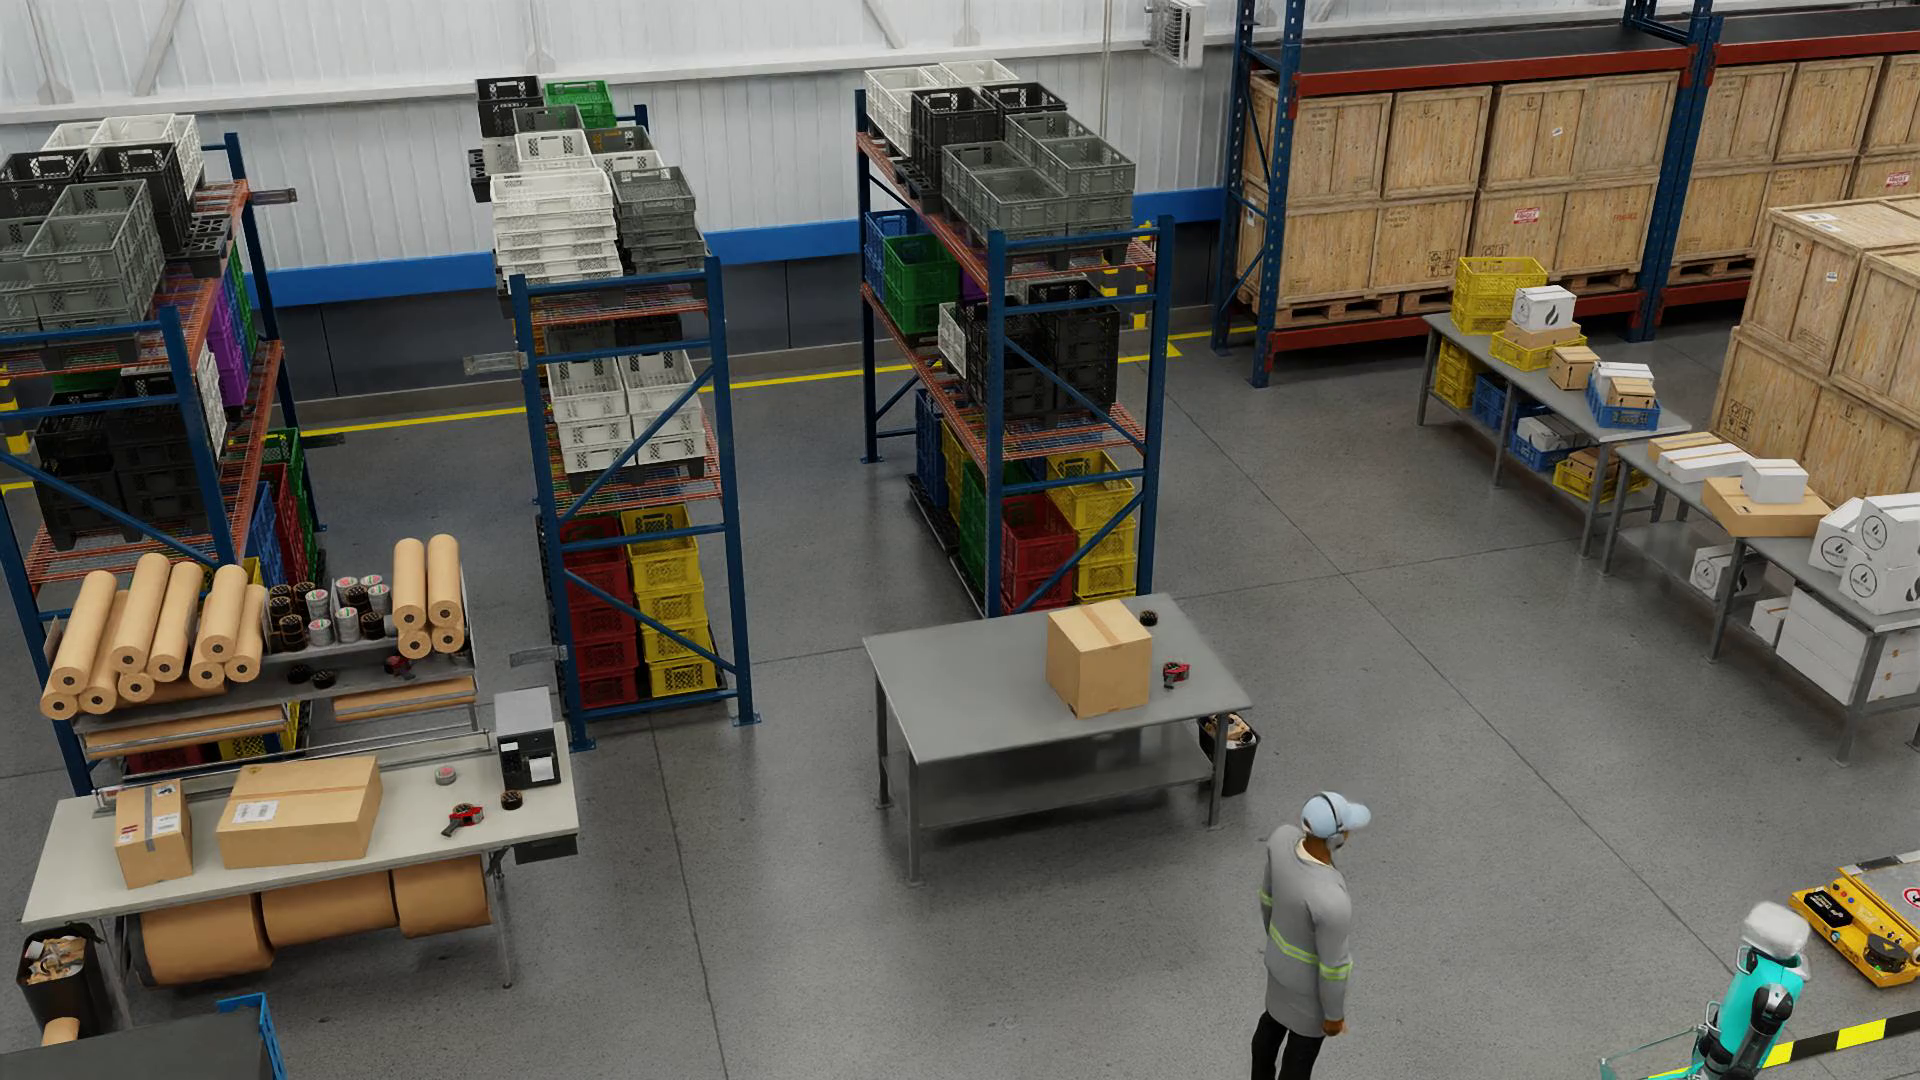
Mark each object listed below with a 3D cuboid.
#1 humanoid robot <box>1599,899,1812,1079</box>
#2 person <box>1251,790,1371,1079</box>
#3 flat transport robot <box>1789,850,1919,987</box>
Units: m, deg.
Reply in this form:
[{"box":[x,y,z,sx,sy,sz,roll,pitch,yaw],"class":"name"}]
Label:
[{"box":[2.859,2.101,6.678,0.735,1.673,0.533,13,31,22],"class":"humanoid robot"},{"box":[1.507,1.841,7.167,0.383,1.851,0.596,-9,30,-16],"class":"person"},{"box":[5.163,1.916,8.676,1.431,0.231,0.659,-8,30,-14],"class":"flat transport robot"}]
